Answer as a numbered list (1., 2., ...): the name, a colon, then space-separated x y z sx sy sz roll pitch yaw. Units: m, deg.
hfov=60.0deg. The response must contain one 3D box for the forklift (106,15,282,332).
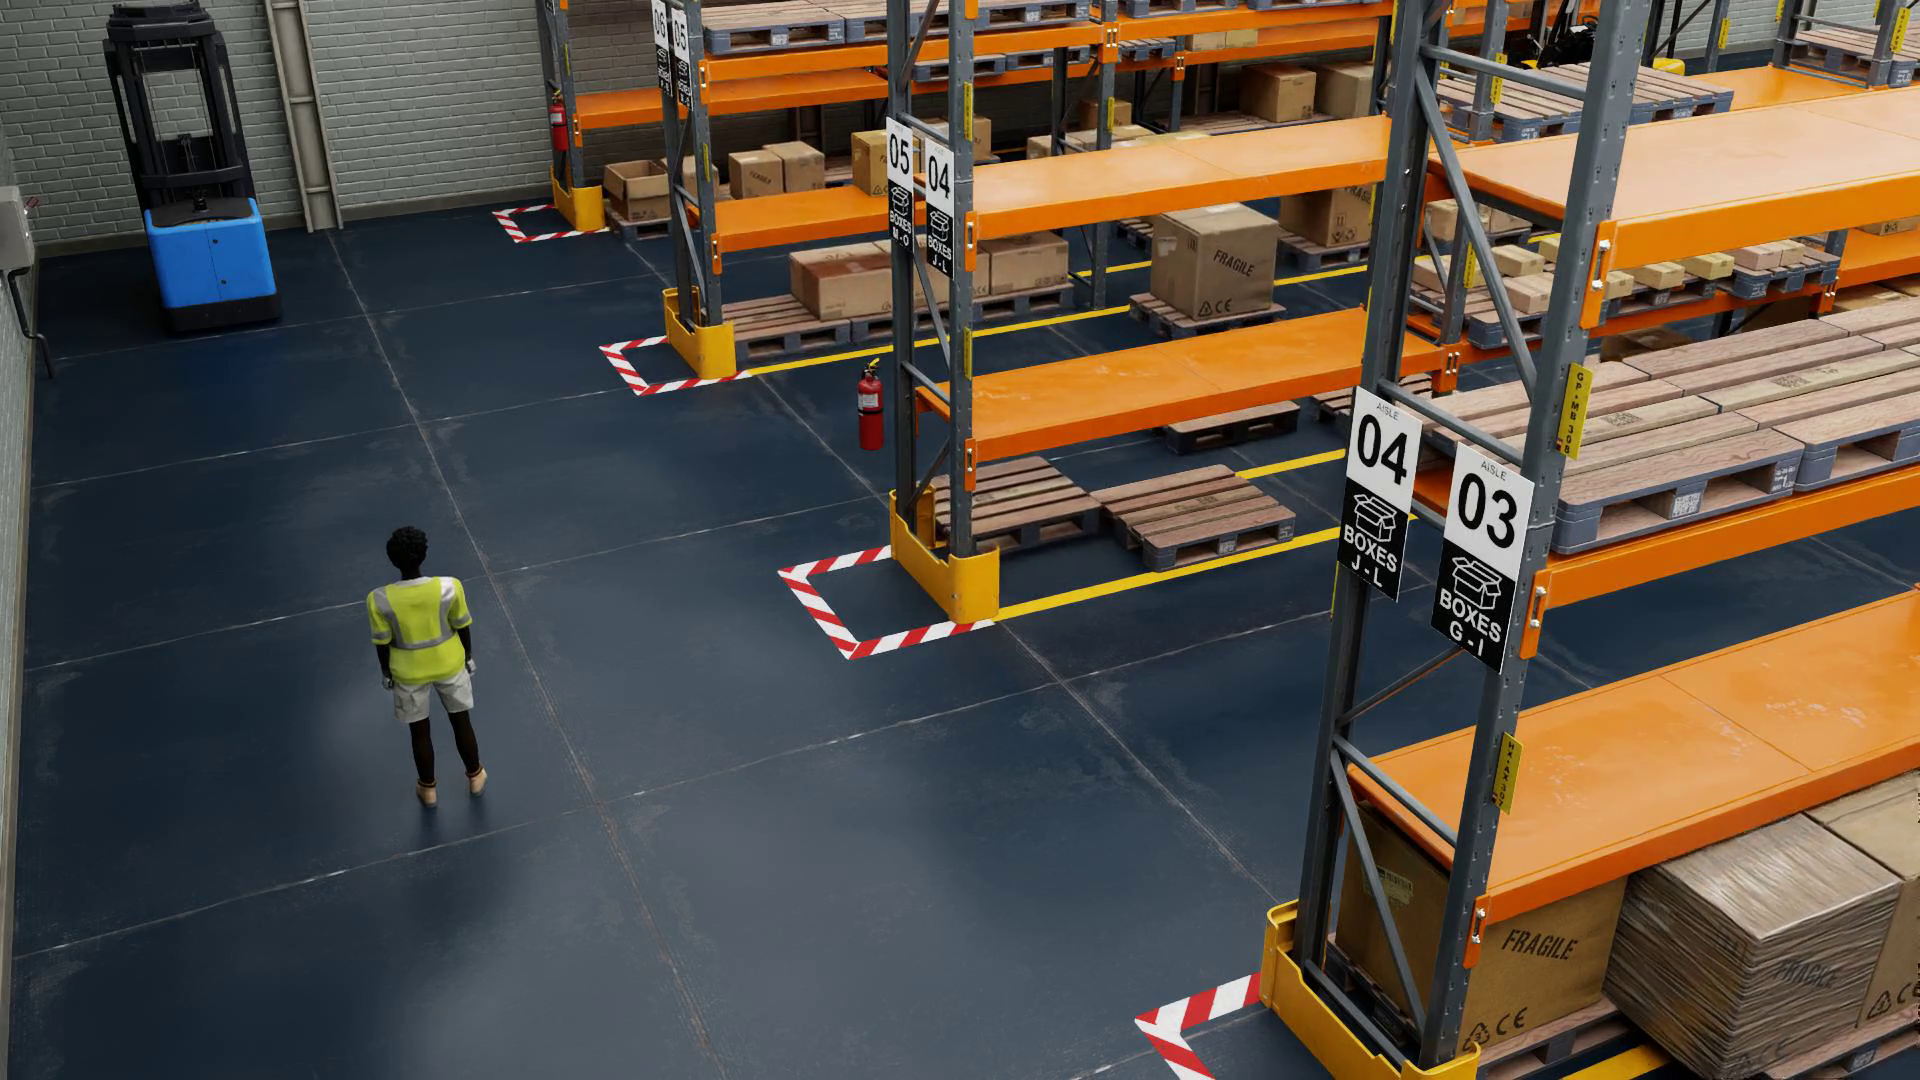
1. forklift: -7.548 -3.672 16.323 1.129 2.768 1.873 -12 30 -22

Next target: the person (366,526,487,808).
1. person: -2.941 0.707 9.196 0.536 1.695 0.320 -10 29 -19

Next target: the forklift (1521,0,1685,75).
1. forklift: 8.950 -6.807 23.056 1.214 2.155 2.313 -12 30 -22
